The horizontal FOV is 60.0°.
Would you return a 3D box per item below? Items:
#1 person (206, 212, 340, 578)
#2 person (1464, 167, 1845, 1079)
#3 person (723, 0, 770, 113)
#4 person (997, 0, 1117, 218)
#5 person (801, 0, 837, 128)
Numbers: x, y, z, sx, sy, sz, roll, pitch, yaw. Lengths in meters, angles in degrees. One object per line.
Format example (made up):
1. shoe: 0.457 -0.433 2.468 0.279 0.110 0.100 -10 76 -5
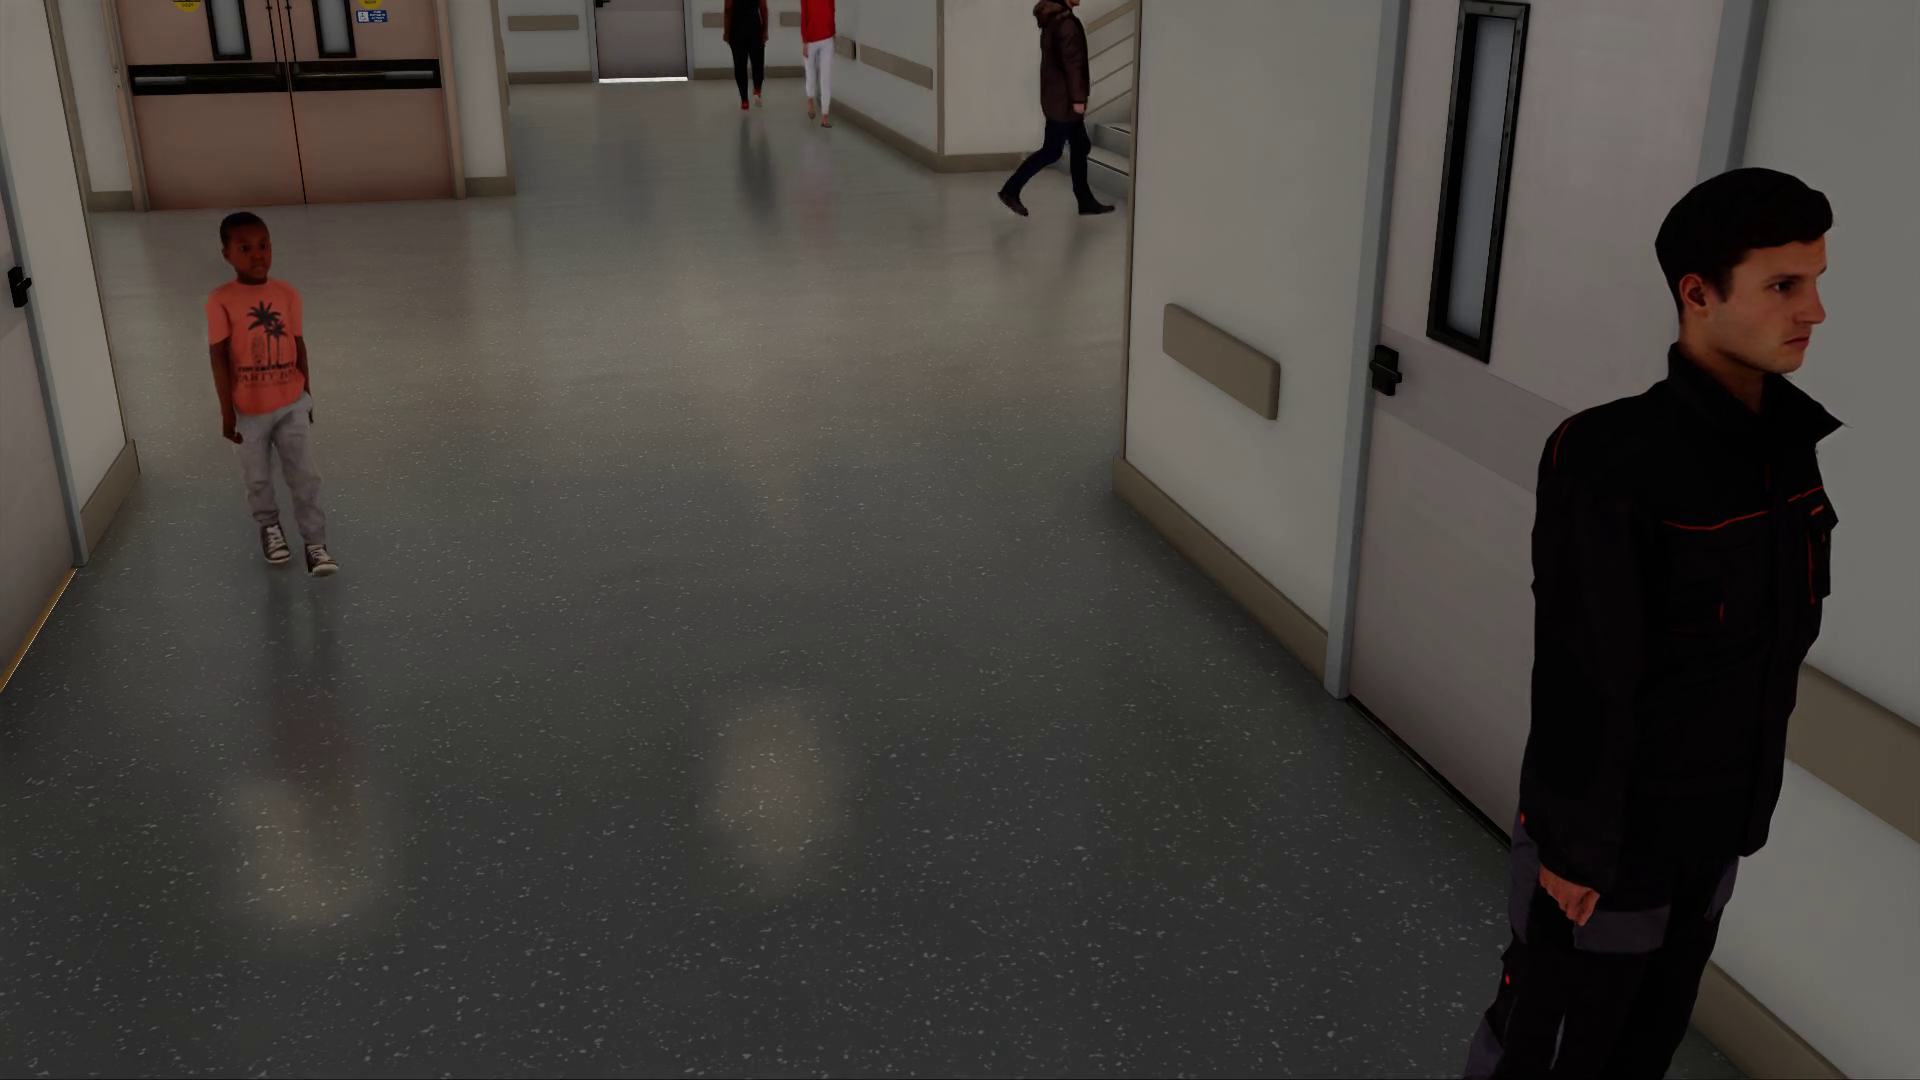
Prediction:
1. person: -2.487 -0.504 5.899 0.859 1.281 0.696 -12 24 -28
2. person: 1.053 0.392 2.595 0.664 1.945 0.832 -14 25 -33
3. person: -2.510 -5.963 19.578 0.654 1.802 0.782 -3 21 -8
4. person: 0.696 -3.337 12.628 1.244 1.813 0.922 -1 21 -2
5. person: -1.574 -5.383 18.238 0.980 1.666 0.642 -4 21 -12
